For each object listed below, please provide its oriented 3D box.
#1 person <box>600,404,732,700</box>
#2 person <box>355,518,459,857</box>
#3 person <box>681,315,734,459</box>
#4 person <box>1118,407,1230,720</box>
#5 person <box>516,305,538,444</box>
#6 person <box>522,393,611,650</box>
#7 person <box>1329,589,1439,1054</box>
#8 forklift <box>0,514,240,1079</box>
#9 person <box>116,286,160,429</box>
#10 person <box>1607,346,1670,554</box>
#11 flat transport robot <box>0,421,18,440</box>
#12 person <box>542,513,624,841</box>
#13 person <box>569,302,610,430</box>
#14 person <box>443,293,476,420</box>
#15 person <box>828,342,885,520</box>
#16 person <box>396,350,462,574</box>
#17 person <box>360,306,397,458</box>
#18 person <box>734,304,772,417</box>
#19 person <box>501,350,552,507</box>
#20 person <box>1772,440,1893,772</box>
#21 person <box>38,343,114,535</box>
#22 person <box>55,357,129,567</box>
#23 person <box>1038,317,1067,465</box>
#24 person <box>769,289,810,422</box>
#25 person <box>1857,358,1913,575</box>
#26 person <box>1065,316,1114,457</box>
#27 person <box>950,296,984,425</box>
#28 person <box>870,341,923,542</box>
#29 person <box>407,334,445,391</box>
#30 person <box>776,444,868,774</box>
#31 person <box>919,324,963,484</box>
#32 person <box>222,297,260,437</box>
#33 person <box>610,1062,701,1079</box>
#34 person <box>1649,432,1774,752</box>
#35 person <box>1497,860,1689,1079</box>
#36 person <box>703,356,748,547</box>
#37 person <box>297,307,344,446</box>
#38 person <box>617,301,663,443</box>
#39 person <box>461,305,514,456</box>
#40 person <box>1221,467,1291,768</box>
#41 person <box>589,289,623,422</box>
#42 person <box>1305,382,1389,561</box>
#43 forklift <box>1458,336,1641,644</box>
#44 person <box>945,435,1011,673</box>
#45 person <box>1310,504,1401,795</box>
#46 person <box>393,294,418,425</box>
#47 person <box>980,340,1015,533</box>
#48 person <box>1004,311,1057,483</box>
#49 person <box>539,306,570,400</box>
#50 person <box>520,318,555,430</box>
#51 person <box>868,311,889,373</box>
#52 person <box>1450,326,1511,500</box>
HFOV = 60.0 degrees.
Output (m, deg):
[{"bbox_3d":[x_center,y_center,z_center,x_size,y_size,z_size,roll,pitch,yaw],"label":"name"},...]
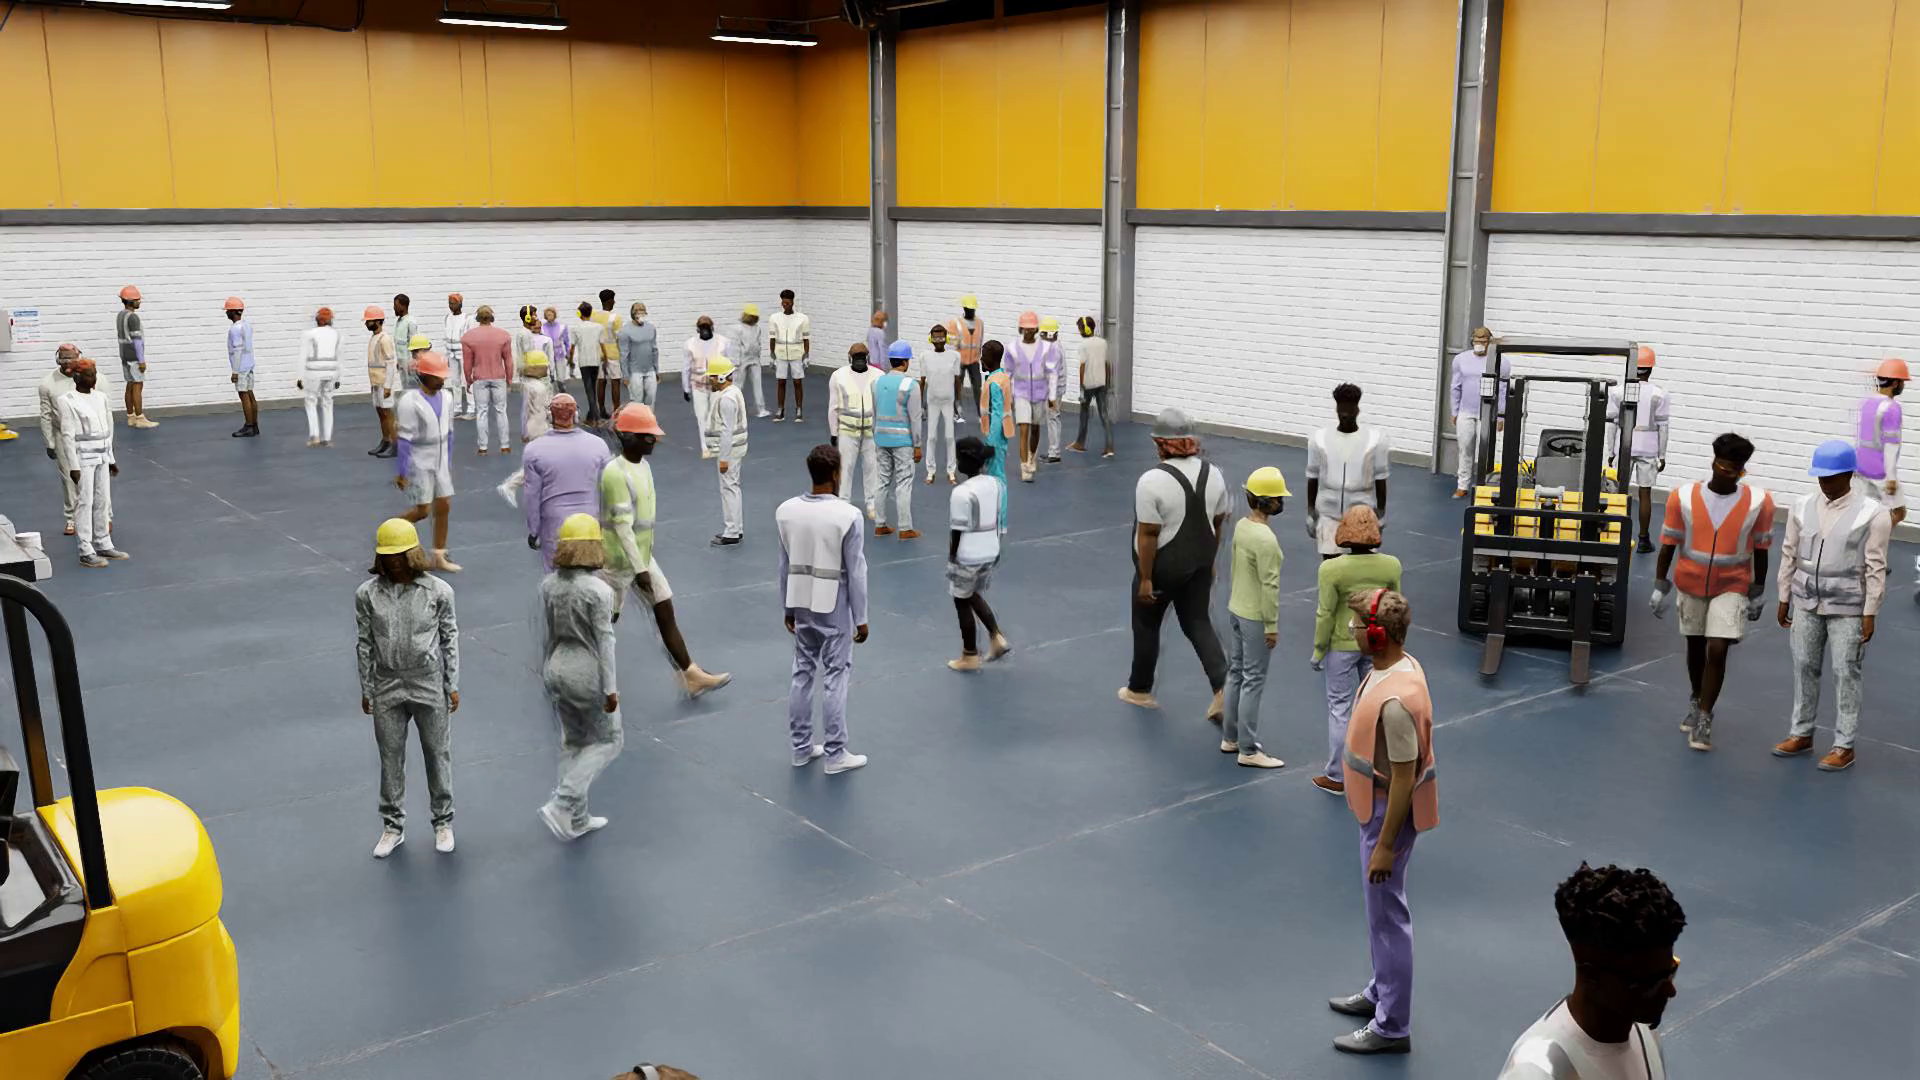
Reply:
[{"bbox_3d":[-2.080,0.107,10.847,1.073,1.982,0.617,3,12,14],"label":"person"},{"bbox_3d":[-2.772,0.743,8.371,0.492,1.742,0.324,-2,12,-8],"label":"person"},{"bbox_3d":[-3.196,-1.929,21.068,0.658,1.826,0.460,0,12,-2],"label":"person"},{"bbox_3d":[1.424,0.133,10.594,0.697,2.000,0.948,-7,14,-31],"label":"person"},{"bbox_3d":[-5.818,-2.230,22.447,0.327,1.862,0.511,-3,12,-16],"label":"person"},{"bbox_3d":[-2.849,-0.115,12.119,0.641,1.909,0.409,-5,13,-23],"label":"person"},{"bbox_3d":[1.659,1.090,6.462,0.383,1.836,0.570,2,12,11],"label":"person"},{"bbox_3d":[-3.687,1.115,5.480,2.313,2.155,1.214,-9,15,-36],"label":"forklift"},{"bbox_3d":[-11.848,-2.622,23.891,0.609,2.044,0.393,11,16,43],"label":"person"},{"bbox_3d":[6.321,-0.840,15.533,0.545,1.943,0.347,7,14,31],"label":"person"},{"bbox_3d":[-13.630,-1.443,22.502,1.431,0.197,0.652,-10,15,-40],"label":"flat transport robot"},{"bbox_3d":[-1.970,0.723,8.537,0.519,1.711,0.478,8,14,34],"label":"person"},{"bbox_3d":[-5.278,-2.485,23.768,0.519,1.828,0.861,-8,14,-34],"label":"person"},{"bbox_3d":[-7.475,-2.734,24.818,0.582,1.884,0.351,5,13,24],"label":"person"},{"bbox_3d":[-1.031,-1.110,17.083,0.634,1.841,0.429,-3,12,-13],"label":"person"},{"bbox_3d":[-4.766,-0.690,14.696,0.772,2.004,0.617,6,13,27],"label":"person"},{"bbox_3d":[-7.406,-2.015,21.217,0.358,1.936,0.552,-9,15,-37],"label":"person"},{"bbox_3d":[-3.160,-2.689,25.060,0.505,1.702,0.704,-10,15,-41],"label":"person"},{"bbox_3d":[-4.485,-1.131,17.466,0.594,1.727,0.490,-6,13,-26],"label":"person"},{"bbox_3d":[5.066,0.371,9.717,0.424,1.934,0.617,-8,14,-33],"label":"person"},{"bbox_3d":[-8.676,-0.988,16.371,0.635,1.900,0.398,-5,13,-22],"label":"person"},{"bbox_3d":[-7.849,-0.706,15.031,0.355,1.882,0.576,2,12,9],"label":"person"},{"bbox_3d":[1.129,-1.856,20.729,0.403,1.828,0.598,0,12,0],"label":"person"},{"bbox_3d":[-2.514,-2.716,24.533,0.609,1.965,0.368,1,12,6],"label":"person"},{"bbox_3d":[8.025,-0.617,14.484,0.388,1.925,0.579,0,12,2],"label":"person"},{"bbox_3d":[1.722,-1.969,21.358,0.562,1.805,0.997,-7,14,-30],"label":"person"},{"bbox_3d":[0.140,-2.602,24.183,0.593,1.875,0.984,-6,13,-25],"label":"person"},{"bbox_3d":[-0.603,-0.959,16.132,0.604,1.938,0.426,9,15,37],"label":"person"},{"bbox_3d":[-6.088,-1.456,18.937,0.533,1.767,0.327,7,14,30],"label":"person"},{"bbox_3d":[-0.801,0.402,9.616,0.593,1.911,0.384,7,14,31],"label":"person"},{"bbox_3d":[-0.225,-1.569,19.262,0.512,1.861,0.325,0,12,-1],"label":"person"},{"bbox_3d":[-9.974,-2.394,23.044,0.361,1.939,0.543,-1,12,-4],"label":"person"},{"bbox_3d":[-0.524,1.799,3.020,0.346,1.847,0.506,-8,14,-32],"label":"person"},{"bbox_3d":[4.529,0.298,10.071,0.617,1.911,0.853,7,14,32],"label":"person"},{"bbox_3d":[1.335,1.621,3.587,0.361,1.964,0.614,9,15,39],"label":"person"},{"bbox_3d":[-2.227,-0.846,15.870,0.403,1.818,0.601,-1,12,-3],"label":"person"},{"bbox_3d":[-8.502,-2.166,22.161,0.361,1.856,0.680,11,16,43],"label":"person"},{"bbox_3d":[-4.291,-2.231,22.290,0.370,1.927,0.641,9,15,37],"label":"person"},{"bbox_3d":[-6.047,-2.042,21.348,0.631,1.940,0.372,-4,12,-17],"label":"person"},{"bbox_3d":[1.749,0.445,9.755,0.329,1.767,0.529,-2,12,-10],"label":"person"},{"bbox_3d":[-5.183,-2.724,24.571,0.607,1.966,0.367,6,13,26],"label":"person"},{"bbox_3d":[2.916,-0.232,12.572,0.606,1.954,0.526,4,12,19],"label":"person"},{"bbox_3d":[4.683,-0.471,13.136,1.214,2.155,2.313,4,12,20],"label":"forklift"},{"bbox_3d":[0.083,0.101,11.591,0.361,1.680,0.561,8,14,33],"label":"person"},{"bbox_3d":[2.199,0.612,9.268,0.507,1.632,0.274,-3,12,-14],"label":"person"},{"bbox_3d":[-7.996,-2.596,24.071,0.391,1.920,0.593,-9,15,-38],"label":"person"},{"bbox_3d":[0.350,-1.020,16.459,0.391,1.920,0.593,0,12,1],"label":"person"},{"bbox_3d":[0.824,-1.719,19.679,0.611,2.000,1.072,-1,12,-4],"label":"person"},{"bbox_3d":[-6.374,-2.858,26.059,0.538,1.620,0.554,-3,12,-12],"label":"person"},{"bbox_3d":[-5.957,-2.312,23.405,0.513,1.630,0.318,-2,12,-9],"label":"person"},{"bbox_3d":[-1.294,-2.644,25.043,0.423,1.617,0.649,-6,13,-28],"label":"person"},{"bbox_3d":[5.656,-1.370,18.155,0.627,1.924,0.390,8,14,33],"label":"person"}]
